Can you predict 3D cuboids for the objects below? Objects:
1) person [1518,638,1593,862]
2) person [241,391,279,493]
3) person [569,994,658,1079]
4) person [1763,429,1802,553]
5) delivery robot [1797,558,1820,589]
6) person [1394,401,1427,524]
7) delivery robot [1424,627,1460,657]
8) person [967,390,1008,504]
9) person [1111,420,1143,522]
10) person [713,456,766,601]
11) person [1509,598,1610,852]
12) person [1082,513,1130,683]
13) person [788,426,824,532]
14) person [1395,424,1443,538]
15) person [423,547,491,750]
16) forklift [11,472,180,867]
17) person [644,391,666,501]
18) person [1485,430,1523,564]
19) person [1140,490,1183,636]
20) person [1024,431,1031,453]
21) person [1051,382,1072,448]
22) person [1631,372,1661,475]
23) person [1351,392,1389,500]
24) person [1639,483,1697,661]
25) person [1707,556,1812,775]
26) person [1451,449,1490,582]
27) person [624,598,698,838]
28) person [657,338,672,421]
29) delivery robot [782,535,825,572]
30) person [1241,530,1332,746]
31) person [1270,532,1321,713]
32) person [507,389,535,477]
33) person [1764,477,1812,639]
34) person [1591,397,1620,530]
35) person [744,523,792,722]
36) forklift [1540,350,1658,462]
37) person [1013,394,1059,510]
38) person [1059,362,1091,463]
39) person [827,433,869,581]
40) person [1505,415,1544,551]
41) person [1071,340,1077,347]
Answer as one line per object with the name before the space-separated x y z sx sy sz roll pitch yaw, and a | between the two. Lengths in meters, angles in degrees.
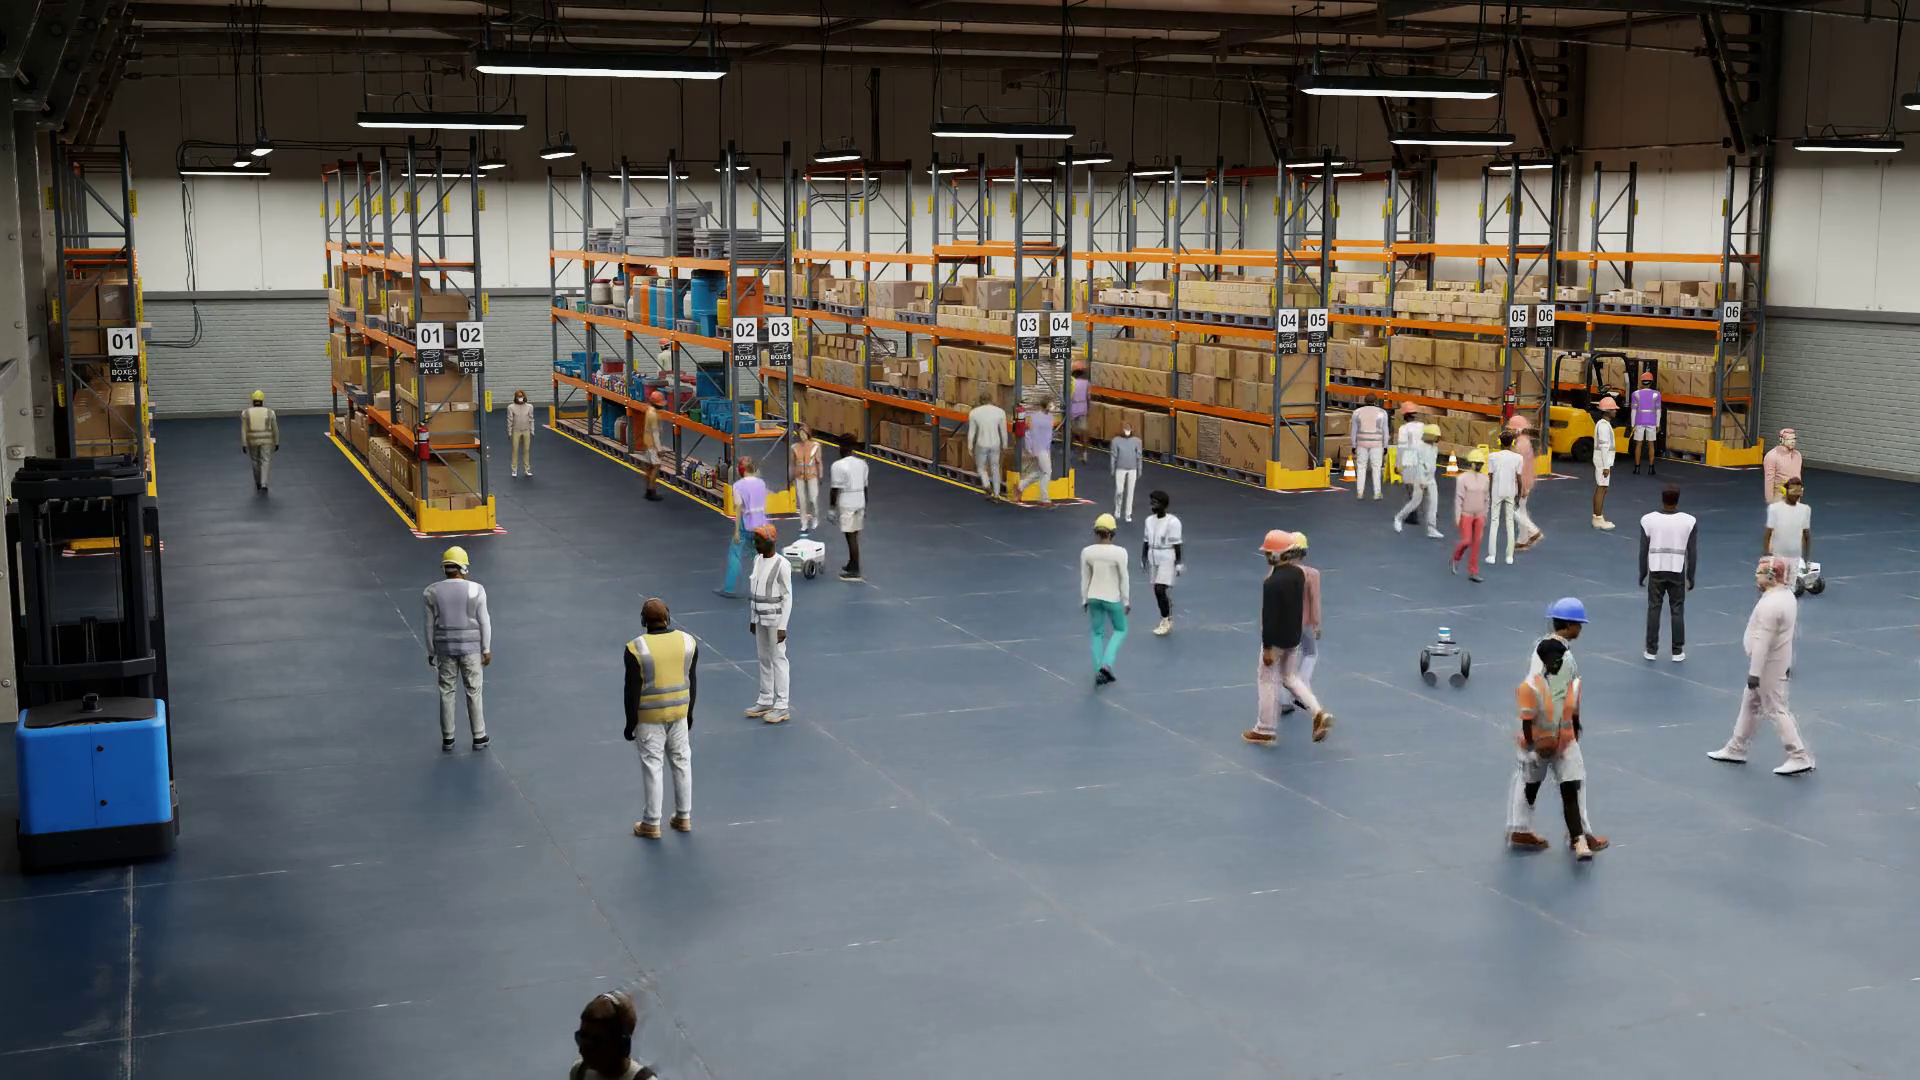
person | 4.388 1.539 15.532 0.547 1.642 0.850 -2 9 -12
person | -12.346 -1.737 36.968 0.612 1.780 0.946 -2 9 -13
person | -1.309 2.596 8.019 0.522 1.795 0.996 6 10 34
person | 11.358 -0.583 28.844 0.641 1.908 0.407 -5 10 -28
delivery robot | 10.624 0.369 26.806 0.477 0.478 0.707 -6 10 -33
person | 7.089 -1.236 33.150 0.565 1.912 0.644 -5 10 -31
delivery robot | 4.990 1.021 21.601 0.335 0.223 0.698 3 9 20
person | 0.467 -1.574 35.448 0.743 1.904 0.470 -2 9 -12
person | 2.646 -1.092 33.174 0.499 1.622 0.355 0 9 -3
person | -2.732 -0.146 26.221 0.851 1.810 0.605 7 11 38
person | 4.536 1.384 15.703 0.852 1.903 0.613 -1 9 -5
person | 1.499 0.602 21.428 0.556 1.749 0.356 5 10 30
person | -2.371 -0.940 32.128 0.550 1.624 0.376 1 9 9
person | 7.000 -0.919 31.754 0.510 1.705 0.760 -7 11 -38
person | -4.495 0.968 18.783 0.588 1.822 0.403 0 9 -2
forklift | -6.630 0.886 15.957 1.129 2.768 1.873 -3 9 -21
person | -5.239 -1.626 35.918 0.362 1.888 0.774 -2 9 -15
person | 7.555 -0.602 29.135 0.501 1.862 0.330 1 9 6
person | 2.267 0.267 23.896 0.506 1.675 0.565 -6 11 -37
person | 1.196 -2.413 41.115 0.584 1.882 0.337 -4 9 -25
person | 2.147 -2.874 44.489 0.605 1.788 0.914 -3 9 -20
person | 12.968 -2.210 39.611 0.542 1.931 0.366 3 9 17
person | 7.048 -1.623 35.996 0.633 1.839 0.429 3 9 19
person | 7.636 0.348 22.599 0.594 1.915 0.375 3 9 20
person | 6.951 1.061 18.032 0.904 1.869 0.662 5 10 31
person | 6.762 -0.337 27.672 0.542 1.754 0.413 -3 9 -22
person | -2.317 1.359 16.122 0.623 1.840 0.430 -6 11 -36
person | -7.115 -3.902 50.713 0.407 1.986 0.615 6 11 36
delivery robot | -2.101 0.170 28.136 0.477 0.478 0.707 3 9 22
person | 2.930 0.887 18.801 0.759 1.976 0.627 7 11 41
person | 3.221 0.796 20.138 0.544 1.749 0.422 5 10 30
person | -8.225 -2.008 39.245 0.503 1.632 0.271 -4 9 -23
person | 9.399 0.205 23.750 0.549 1.855 0.385 -1 9 -4
person | 9.998 -1.193 32.440 0.362 2.048 0.613 2 9 12
person | -1.811 0.773 19.868 0.355 1.887 0.573 -7 11 -37
forklift | 12.897 -2.725 42.309 2.313 2.155 1.214 -3 9 -21
person | 1.265 -1.485 34.883 0.776 1.915 0.629 3 9 21
person | 2.308 -2.544 41.676 0.624 1.985 1.081 -3 9 -22
person | -1.487 -0.441 27.856 0.654 1.932 0.622 7 11 40
person | 8.087 -0.813 30.155 0.530 1.979 0.608 4 9 25
person | 2.791 -4.150 52.893 0.440 1.824 0.630 1 9 10
